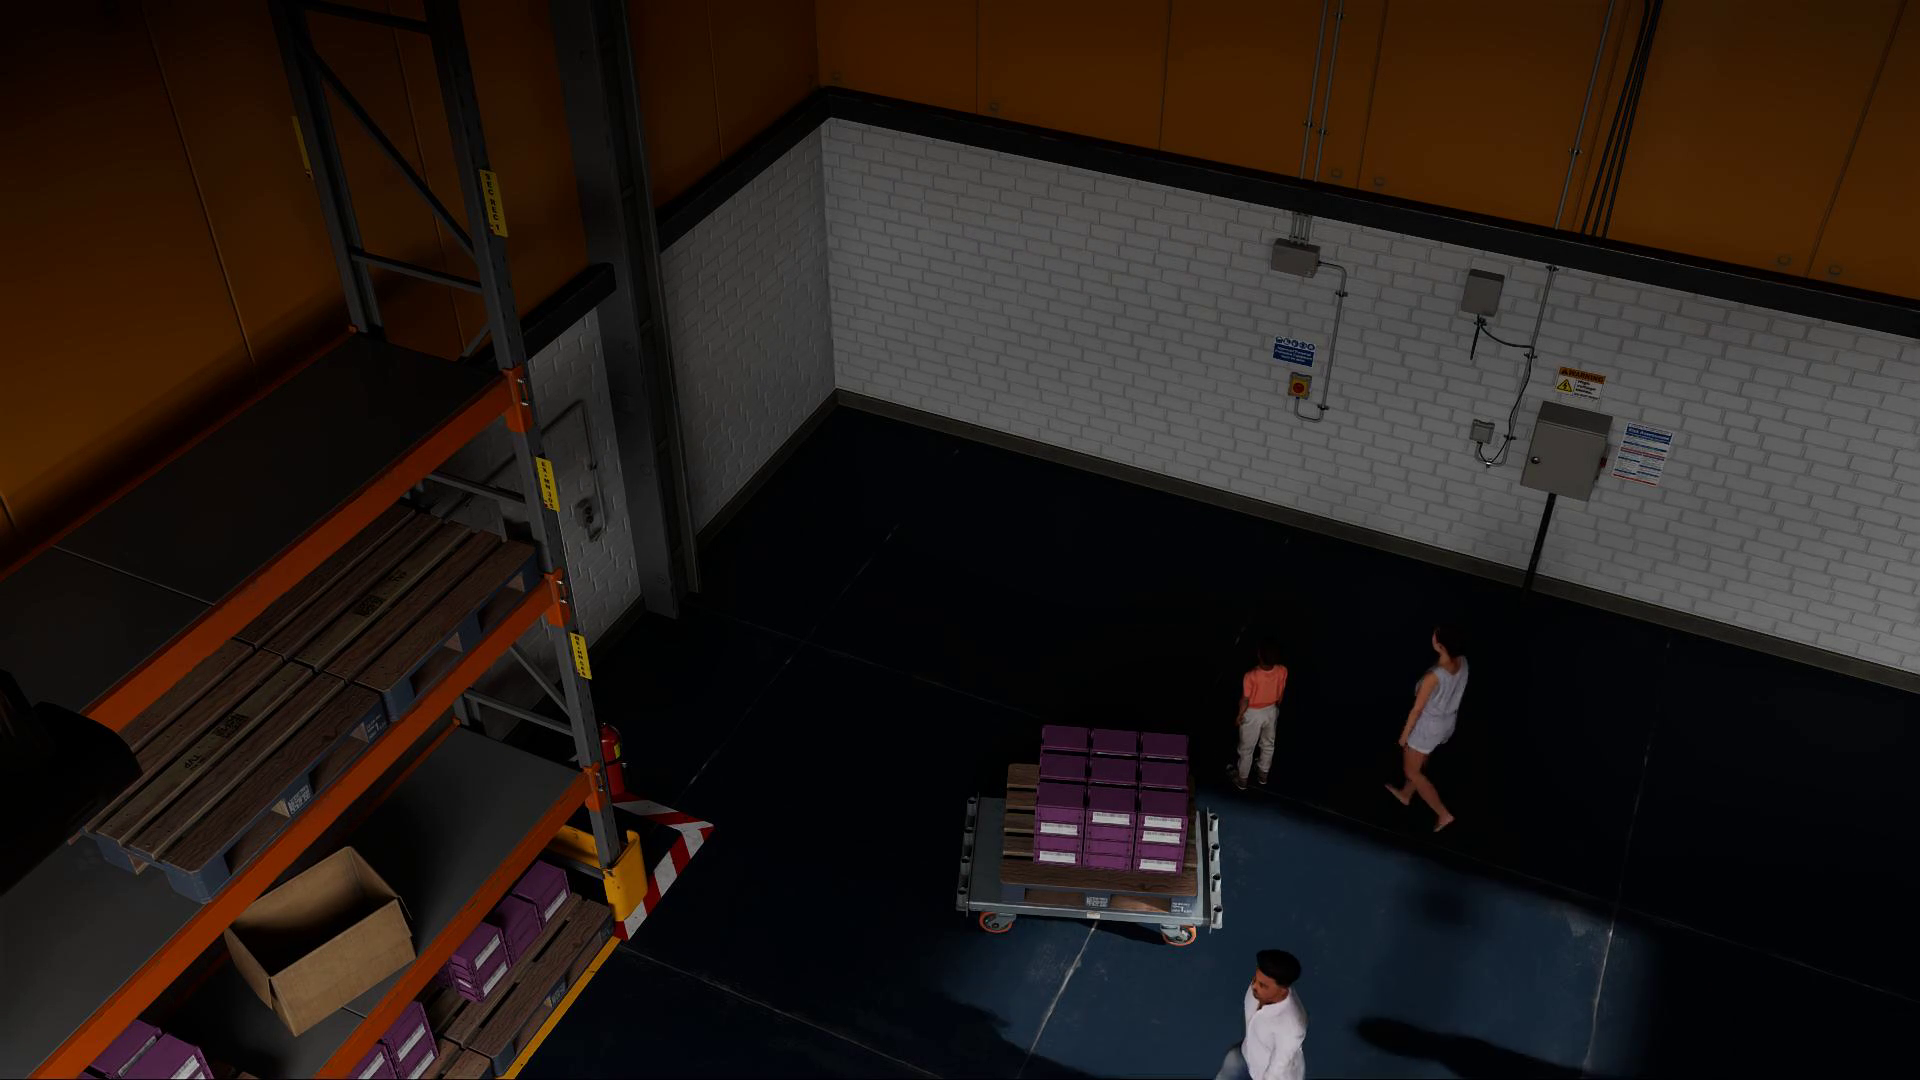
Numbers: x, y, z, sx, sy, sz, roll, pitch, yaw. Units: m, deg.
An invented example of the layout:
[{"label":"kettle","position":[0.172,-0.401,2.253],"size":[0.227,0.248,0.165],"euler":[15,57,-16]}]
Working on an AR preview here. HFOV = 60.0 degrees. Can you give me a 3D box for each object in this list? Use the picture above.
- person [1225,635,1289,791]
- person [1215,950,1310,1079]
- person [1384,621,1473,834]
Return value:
[{"label":"person","position":[2.023,1.158,11.192],"size":[0.561,1.311,0.615],"euler":[-10,40,-13]},{"label":"person","position":[1.724,2.746,8.824],"size":[1.072,1.784,1.018],"euler":[-13,40,-16]},{"label":"person","position":[3.133,1.235,10.847],"size":[0.910,1.621,0.907],"euler":[-28,46,-31]}]
